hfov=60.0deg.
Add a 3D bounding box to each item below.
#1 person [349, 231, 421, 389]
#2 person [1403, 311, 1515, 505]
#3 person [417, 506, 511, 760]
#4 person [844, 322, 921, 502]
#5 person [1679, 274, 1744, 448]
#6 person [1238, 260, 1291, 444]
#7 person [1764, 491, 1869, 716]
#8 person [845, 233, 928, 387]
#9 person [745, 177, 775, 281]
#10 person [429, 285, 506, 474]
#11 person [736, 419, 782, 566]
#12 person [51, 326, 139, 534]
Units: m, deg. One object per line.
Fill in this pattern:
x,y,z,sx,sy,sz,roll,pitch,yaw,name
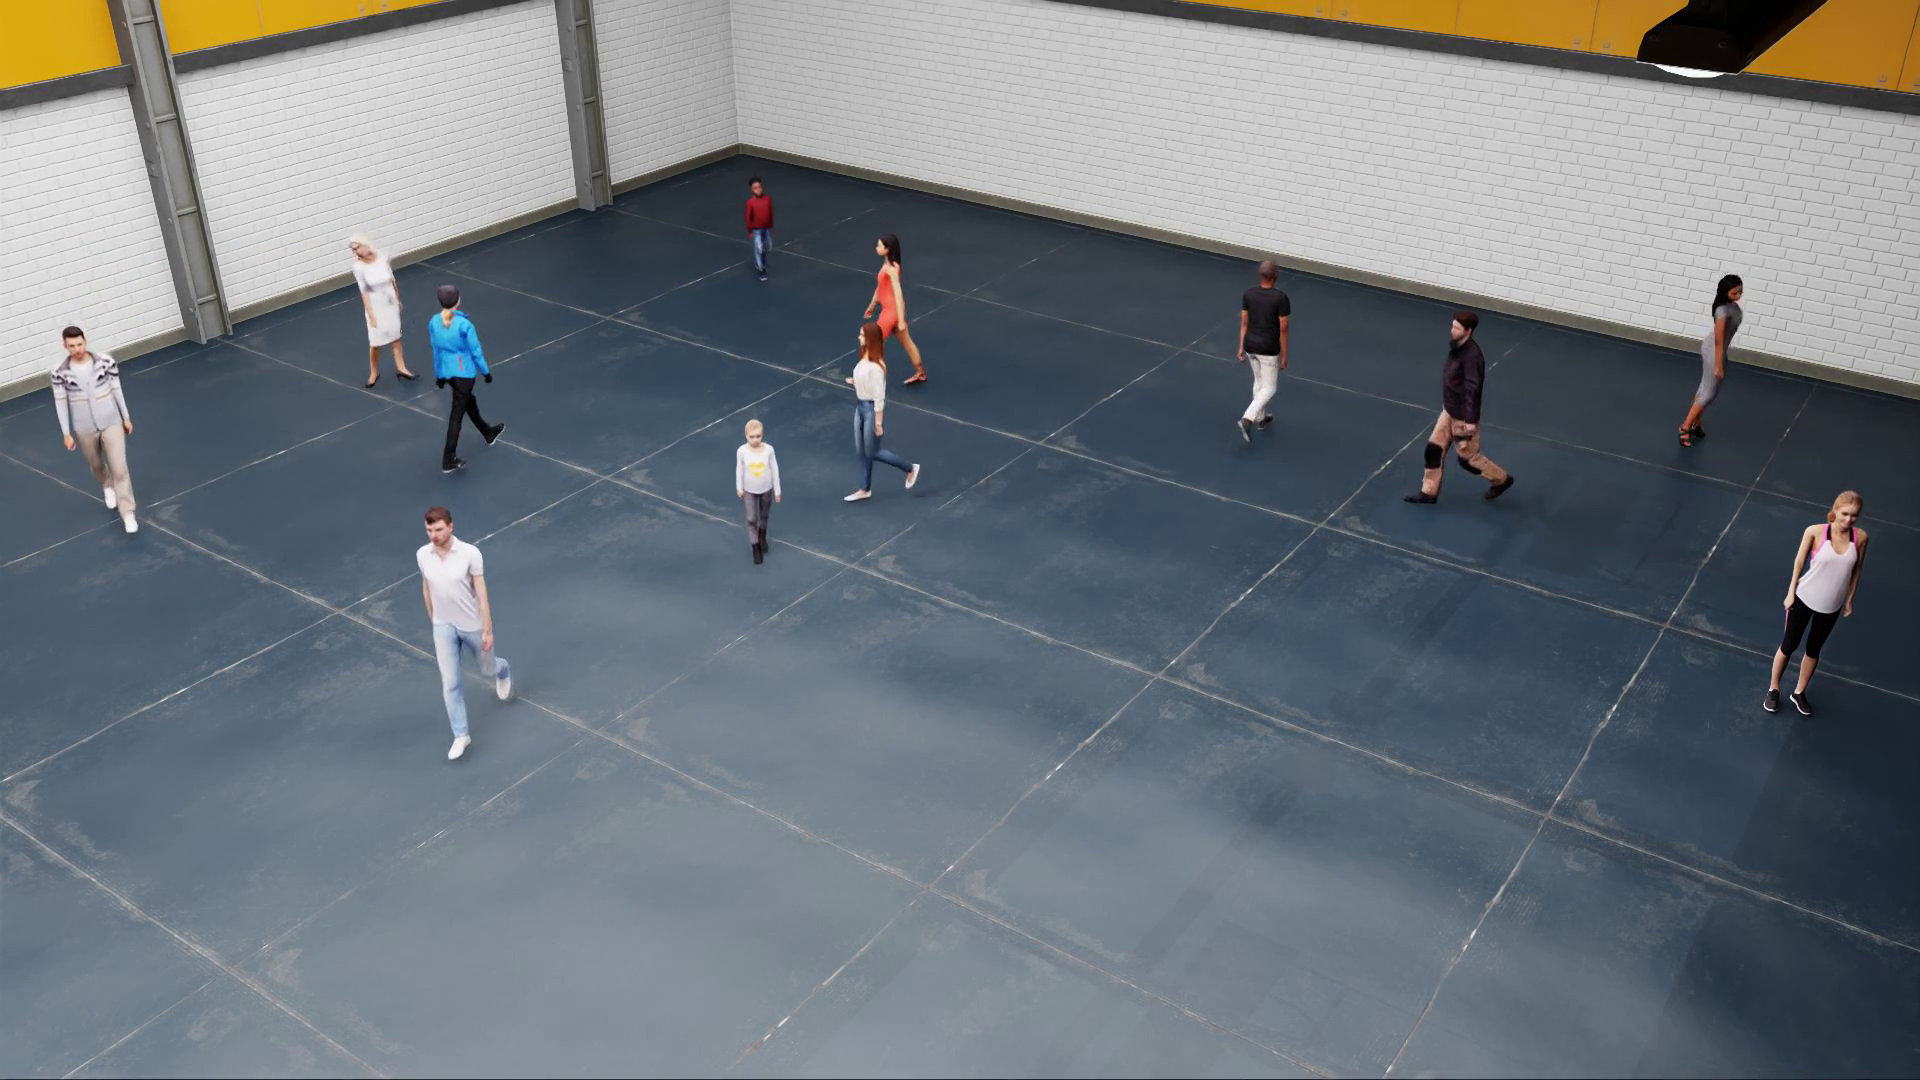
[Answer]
-5.996,-2.438,17.337,0.783,1.725,0.478,11,30,19,person
4.545,-1.134,14.778,1.240,1.887,1.218,-2,29,-4,person
-3.478,0.565,11.727,1.047,1.826,1.232,2,29,3,person
-0.724,-1.144,14.978,1.028,1.714,0.915,-8,30,-15,person
7.264,-1.752,16.040,0.769,1.764,0.581,4,29,8,person
2.906,-1.804,16.119,0.697,1.779,1.049,20,35,32,person
6.182,0.438,12.000,0.675,1.788,0.652,6,29,10,person
-0.617,-2.334,17.208,1.111,1.668,1.086,-3,29,-6,person
-2.469,-3.849,20.427,0.719,1.244,0.728,-14,32,-25,person
-4.730,-1.461,15.525,0.749,1.746,1.204,14,31,23,person
-1.729,-0.461,14.205,0.843,1.254,0.882,-6,29,-11,person
-7.623,-1.046,14.675,1.252,1.831,1.143,-14,31,-23,person
